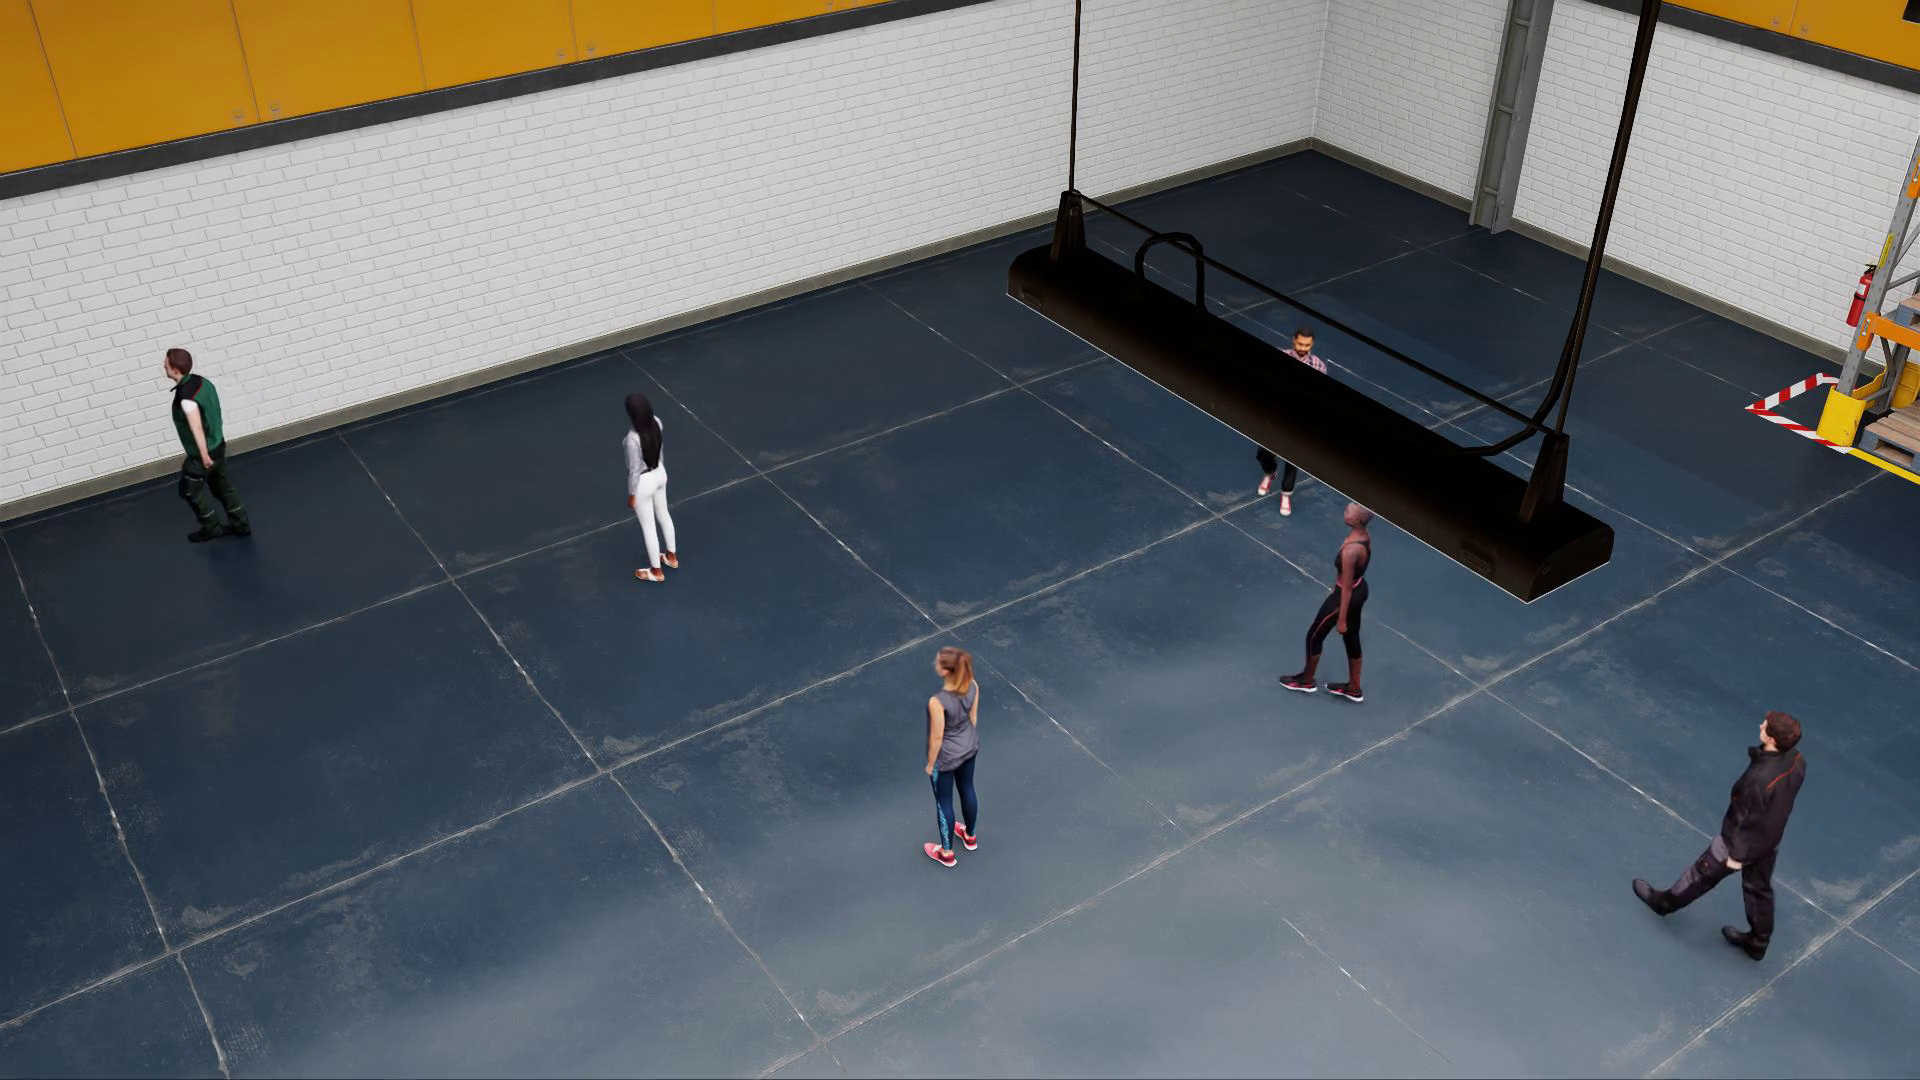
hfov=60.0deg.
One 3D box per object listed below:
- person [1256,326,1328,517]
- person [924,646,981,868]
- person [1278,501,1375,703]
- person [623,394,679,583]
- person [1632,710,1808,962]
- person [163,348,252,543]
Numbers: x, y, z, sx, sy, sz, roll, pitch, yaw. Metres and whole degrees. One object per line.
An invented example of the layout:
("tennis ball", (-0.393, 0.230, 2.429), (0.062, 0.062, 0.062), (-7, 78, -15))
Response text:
("person", (2.905, -1.115, 14.688), (0.903, 1.753, 0.977), (10, 35, 15))
("person", (-0.052, 1.405, 10.925), (0.597, 1.721, 0.569), (-28, 43, -35))
("person", (2.948, 0.489, 12.287), (0.972, 1.739, 0.828), (17, 37, 23))
("person", (-2.568, -0.451, 13.715), (0.670, 1.723, 0.671), (16, 37, 22))
("person", (4.910, 1.866, 10.158), (0.762, 1.802, 1.068), (-23, 40, -31))
("person", (-6.357, -0.794, 14.134), (0.877, 1.829, 0.814), (-4, 34, -5))
